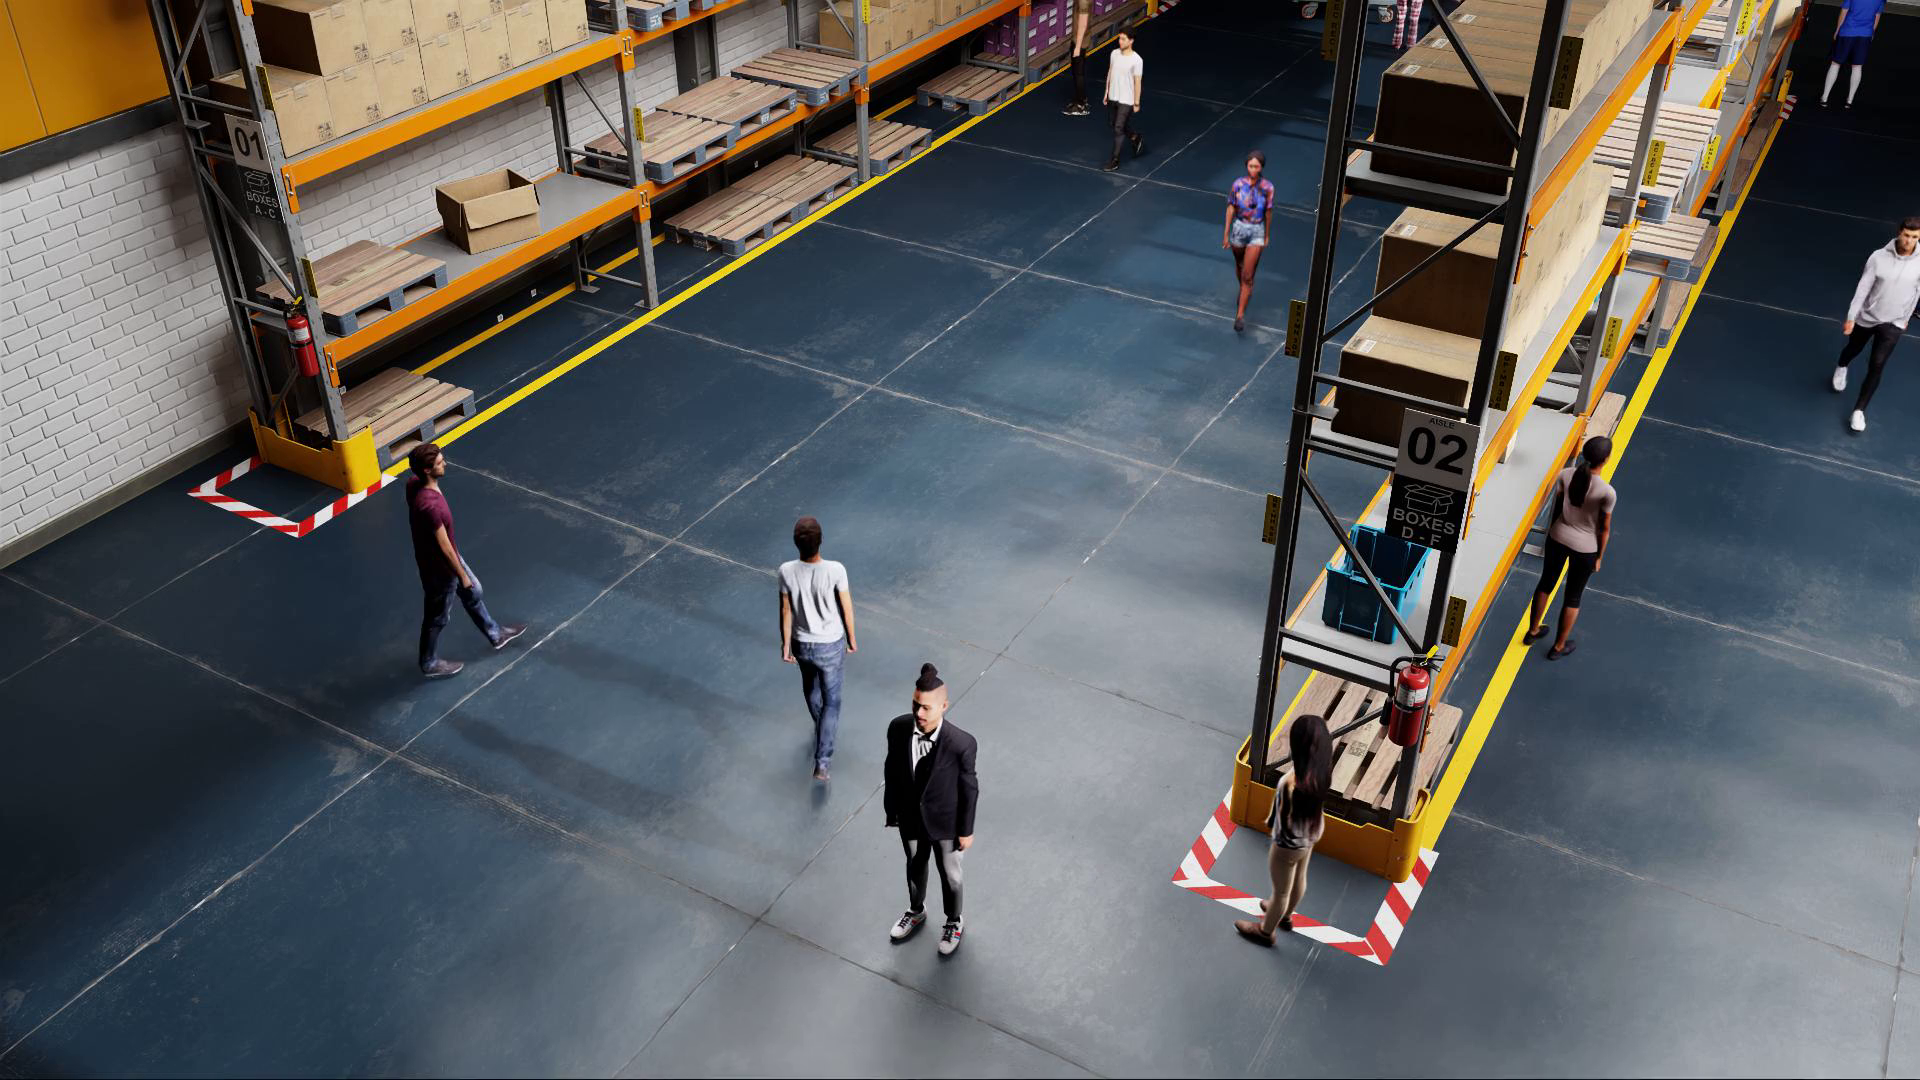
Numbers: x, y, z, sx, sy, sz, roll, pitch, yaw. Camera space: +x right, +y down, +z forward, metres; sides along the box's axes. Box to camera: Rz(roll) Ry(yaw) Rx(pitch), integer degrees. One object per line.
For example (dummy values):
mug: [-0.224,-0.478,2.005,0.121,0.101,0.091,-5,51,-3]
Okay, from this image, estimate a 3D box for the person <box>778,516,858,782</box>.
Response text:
person: [-0.909,0.710,10.638,0.973,1.835,1.250,2,34,4]

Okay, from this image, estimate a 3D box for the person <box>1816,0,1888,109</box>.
person: [11.600,-6.554,21.563,0.725,1.838,0.662,8,34,12]

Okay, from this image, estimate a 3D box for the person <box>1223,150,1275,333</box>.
person: [2.826,-2.987,16.325,0.823,1.694,1.250,8,34,12]

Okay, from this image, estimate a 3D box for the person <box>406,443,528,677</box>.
person: [-3.672,0.175,11.458,1.160,1.817,1.053,-13,36,-19]

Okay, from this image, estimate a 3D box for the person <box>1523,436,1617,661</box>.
person: [4.306,0.045,11.719,0.624,1.745,0.649,-27,42,-35]

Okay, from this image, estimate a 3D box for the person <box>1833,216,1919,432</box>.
person: [8.083,-1.989,14.647,0.839,1.890,1.325,12,36,18]

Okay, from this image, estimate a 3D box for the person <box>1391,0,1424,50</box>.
person: [6.413,-7.850,23.634,0.683,1.702,0.613,7,34,10]

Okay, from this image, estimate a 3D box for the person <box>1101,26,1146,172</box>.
person: [1.981,-5.273,19.755,1.064,1.706,0.860,-25,41,-32]

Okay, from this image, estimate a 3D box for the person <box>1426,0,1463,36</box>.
person: [6.024,-6.162,21.028,1.240,1.777,1.003,-24,41,-32]

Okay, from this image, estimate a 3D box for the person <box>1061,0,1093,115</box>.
person: [1.565,-6.405,21.327,0.844,1.850,0.742,0,34,1]

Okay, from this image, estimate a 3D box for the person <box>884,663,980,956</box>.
person: [-0.155,1.504,9.338,0.729,1.950,0.606,14,36,20]

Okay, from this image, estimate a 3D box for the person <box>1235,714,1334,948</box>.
person: [1.911,1.652,9.383,0.588,1.654,0.644,-13,36,-19]
